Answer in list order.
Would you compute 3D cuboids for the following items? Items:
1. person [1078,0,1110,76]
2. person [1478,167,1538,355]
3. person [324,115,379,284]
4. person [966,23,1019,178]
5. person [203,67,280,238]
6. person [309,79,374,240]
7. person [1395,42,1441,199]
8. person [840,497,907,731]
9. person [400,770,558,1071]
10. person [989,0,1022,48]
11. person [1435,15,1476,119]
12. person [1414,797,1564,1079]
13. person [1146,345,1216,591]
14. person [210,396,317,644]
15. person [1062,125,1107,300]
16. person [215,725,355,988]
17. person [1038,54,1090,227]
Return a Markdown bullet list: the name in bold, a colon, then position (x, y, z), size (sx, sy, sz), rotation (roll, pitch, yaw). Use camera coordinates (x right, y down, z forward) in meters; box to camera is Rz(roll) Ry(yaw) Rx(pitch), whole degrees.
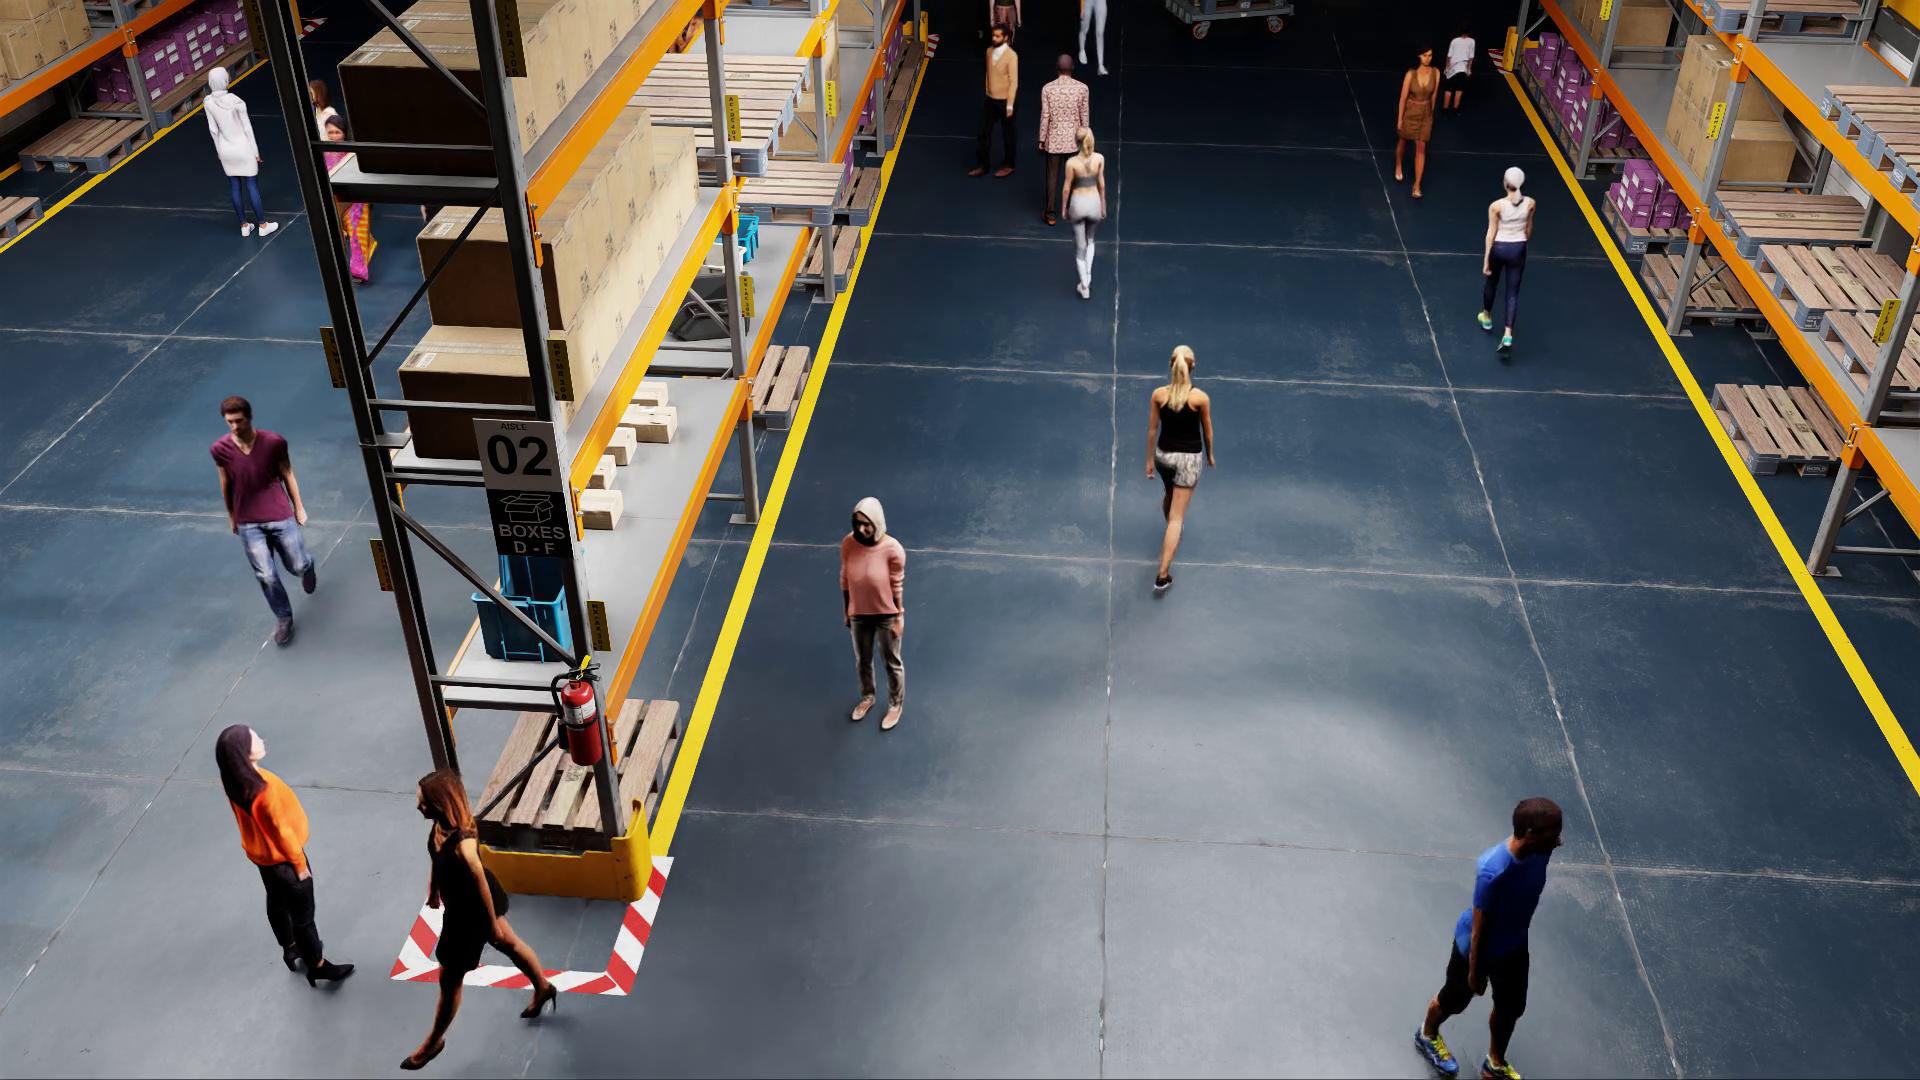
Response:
- **person**: position (1.708, -7.044, 21.922), size (0.814, 1.698, 1.248), rotation (-6, 34, -9)
- **person**: position (4.999, -2.515, 15.142), size (0.606, 1.661, 1.180), rotation (4, 34, 6)
- **person**: position (-6.084, -3.451, 16.563), size (0.708, 1.645, 1.213), rotation (0, 34, 0)
- **person**: position (0.517, -4.957, 18.742), size (0.995, 1.742, 0.926), rotation (-29, 43, -36)
- **person**: position (-7.538, -4.036, 17.327), size (0.608, 1.775, 0.536), rotation (4, 34, 5)
- **person**: position (-6.485, -4.008, 17.377), size (0.880, 1.673, 0.822), rotation (-24, 40, -31)
- **person**: position (5.014, -4.672, 18.409), size (0.665, 1.635, 1.096), rotation (-1, 34, -1)
- **person**: position (-0.532, 0.451, 10.622), size (0.632, 1.725, 0.588), rotation (10, 35, 15)
- **person**: position (-2.370, 1.859, 8.436), size (1.075, 1.799, 1.095), rotation (-20, 38, -27)
- **person**: position (0.575, -6.914, 21.870), size (0.761, 1.539, 1.105), rotation (-7, 34, -10)
- **person**: position (6.143, -5.839, 20.511), size (0.526, 1.253, 0.522), rotation (4, 34, 5)
- **person**: position (2.624, 1.992, 8.192), size (0.878, 1.847, 0.980), rotation (-12, 35, -17)
- **person**: position (1.561, -0.511, 12.002), size (0.883, 1.799, 1.271), rotation (14, 36, 19)
- **person**: position (-4.804, -0.216, 11.527), size (0.822, 1.834, 1.044), rotation (-6, 34, -9)
- **person**: position (1.221, -3.131, 16.044), size (0.689, 1.689, 0.785), rotation (-6, 34, -9)
- **person**: position (-3.607, 1.662, 8.779), size (0.711, 1.748, 0.741), rotation (25, 41, 33)
- **person**: position (1.093, -4.226, 17.583), size (0.734, 1.808, 0.645), rotation (-3, 34, -4)
